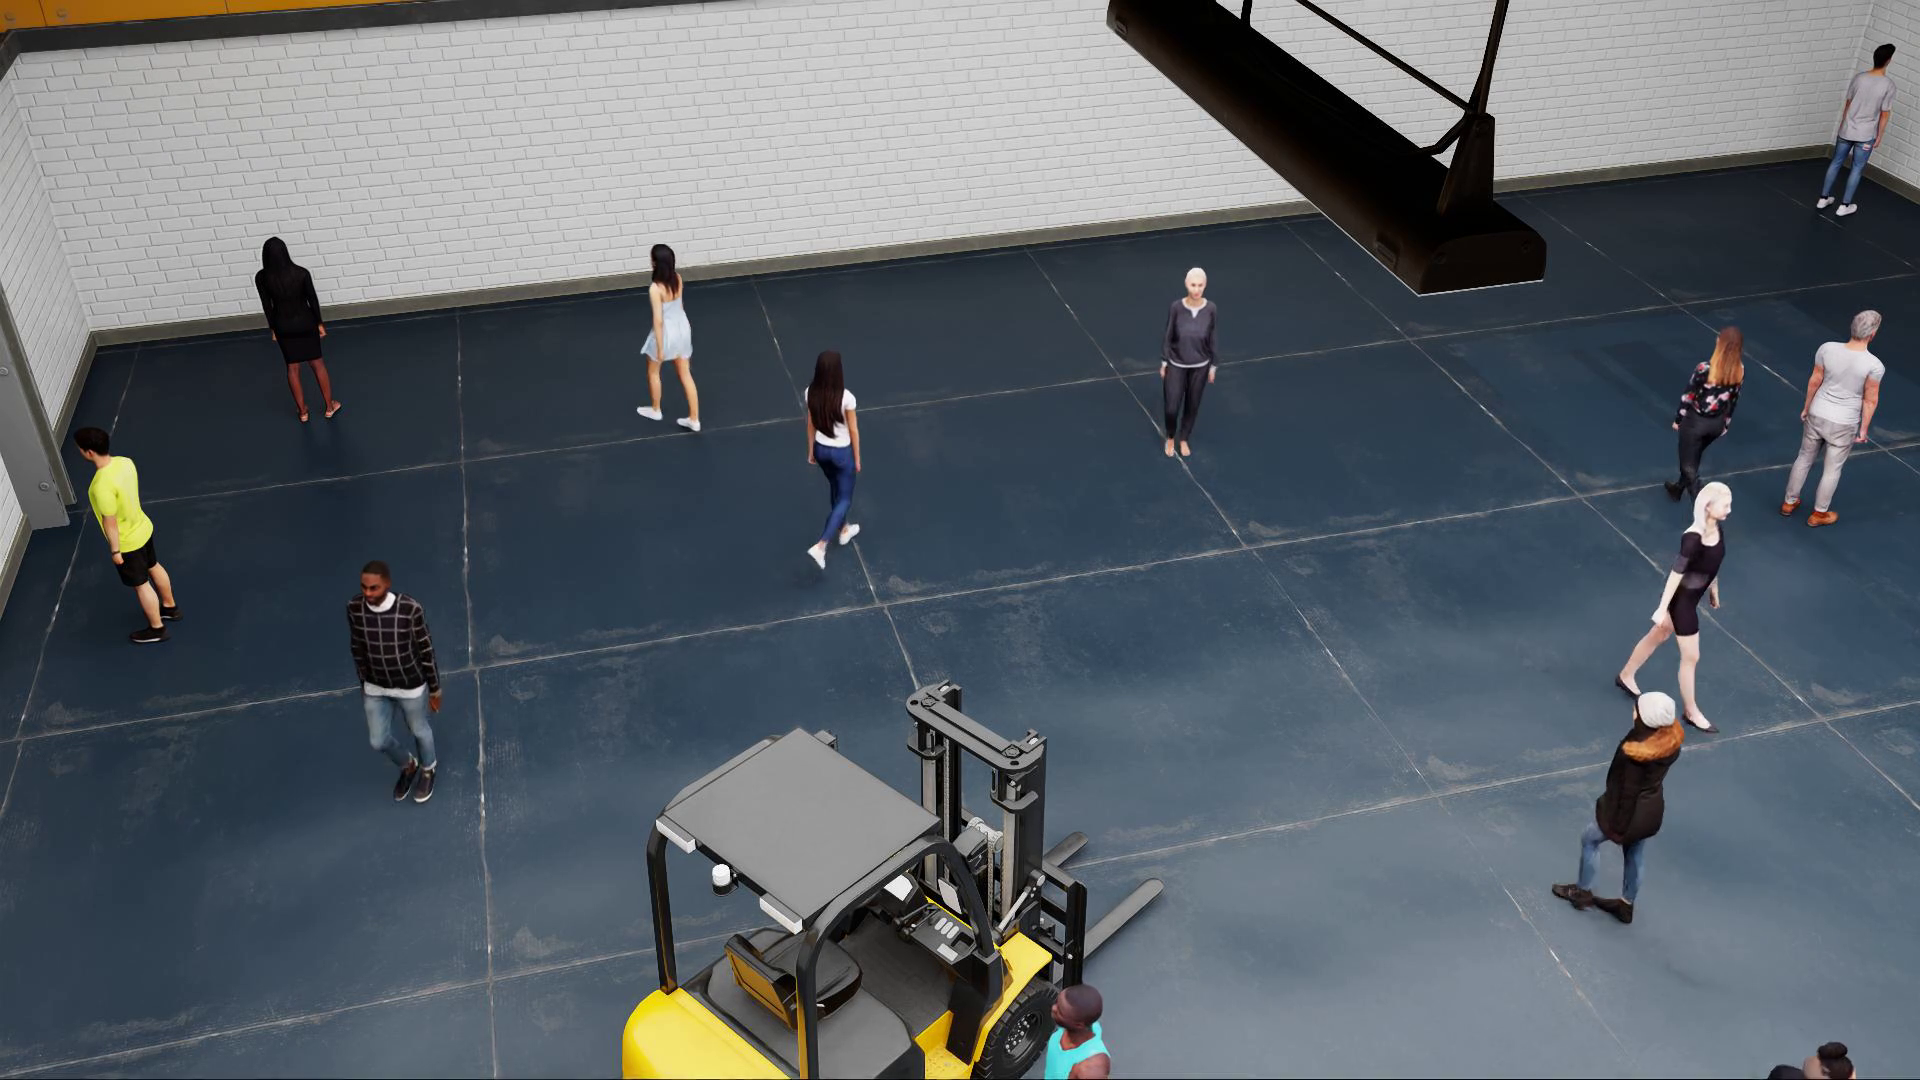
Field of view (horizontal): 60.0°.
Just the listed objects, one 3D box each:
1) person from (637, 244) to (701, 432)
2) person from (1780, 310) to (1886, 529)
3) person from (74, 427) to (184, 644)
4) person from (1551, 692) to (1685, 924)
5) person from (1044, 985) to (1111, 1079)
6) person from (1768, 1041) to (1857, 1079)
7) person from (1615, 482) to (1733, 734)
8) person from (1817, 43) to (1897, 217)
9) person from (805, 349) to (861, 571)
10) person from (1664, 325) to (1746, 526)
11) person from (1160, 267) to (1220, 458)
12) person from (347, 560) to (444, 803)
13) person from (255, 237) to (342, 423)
[{"bbox_3d":[-2.427,-1.715,14.367,0.984,1.708,0.919,18,38,25],"label":"person"},{"bbox_3d":[6.891,-0.955,13.118,0.827,1.825,0.653,-23,40,-31],"label":"person"},{"bbox_3d":[-5.930,-0.062,11.882,0.719,1.705,0.534,-1,34,-2],"label":"person"},{"bbox_3d":[3.899,1.571,9.502,0.745,1.620,0.806,-23,40,-30],"label":"person"},{"bbox_3d":[0.544,2.683,7.657,0.687,1.810,0.477,-6,34,-9],"label":"person"},{"bbox_3d":[3.441,2.860,7.385,1.152,1.818,1.216,9,35,14],"label":"person"},{"bbox_3d":[4.745,0.384,11.126,1.107,1.801,0.974,25,41,32],"label":"person"},{"bbox_3d":[9.999,-4.575,18.507,0.806,1.887,0.671,-26,41,-33],"label":"person"},{"bbox_3d":[-0.992,-0.592,12.638,1.021,1.752,1.105,16,37,22],"label":"person"},{"bbox_3d":[5.916,-0.878,13.152,0.692,1.659,1.065,-4,34,-5],"label":"person"},{"bbox_3d":[1.922,-1.545,14.101,0.690,1.719,0.660,-1,34,-1],"label":"person"},{"bbox_3d":[-3.501,0.835,10.441,0.776,1.808,0.734,0,34,0],"label":"person"},{"bbox_3d":[-5.819,-1.858,14.571,0.607,1.721,0.483,-8,35,-12],"label":"person"}]
